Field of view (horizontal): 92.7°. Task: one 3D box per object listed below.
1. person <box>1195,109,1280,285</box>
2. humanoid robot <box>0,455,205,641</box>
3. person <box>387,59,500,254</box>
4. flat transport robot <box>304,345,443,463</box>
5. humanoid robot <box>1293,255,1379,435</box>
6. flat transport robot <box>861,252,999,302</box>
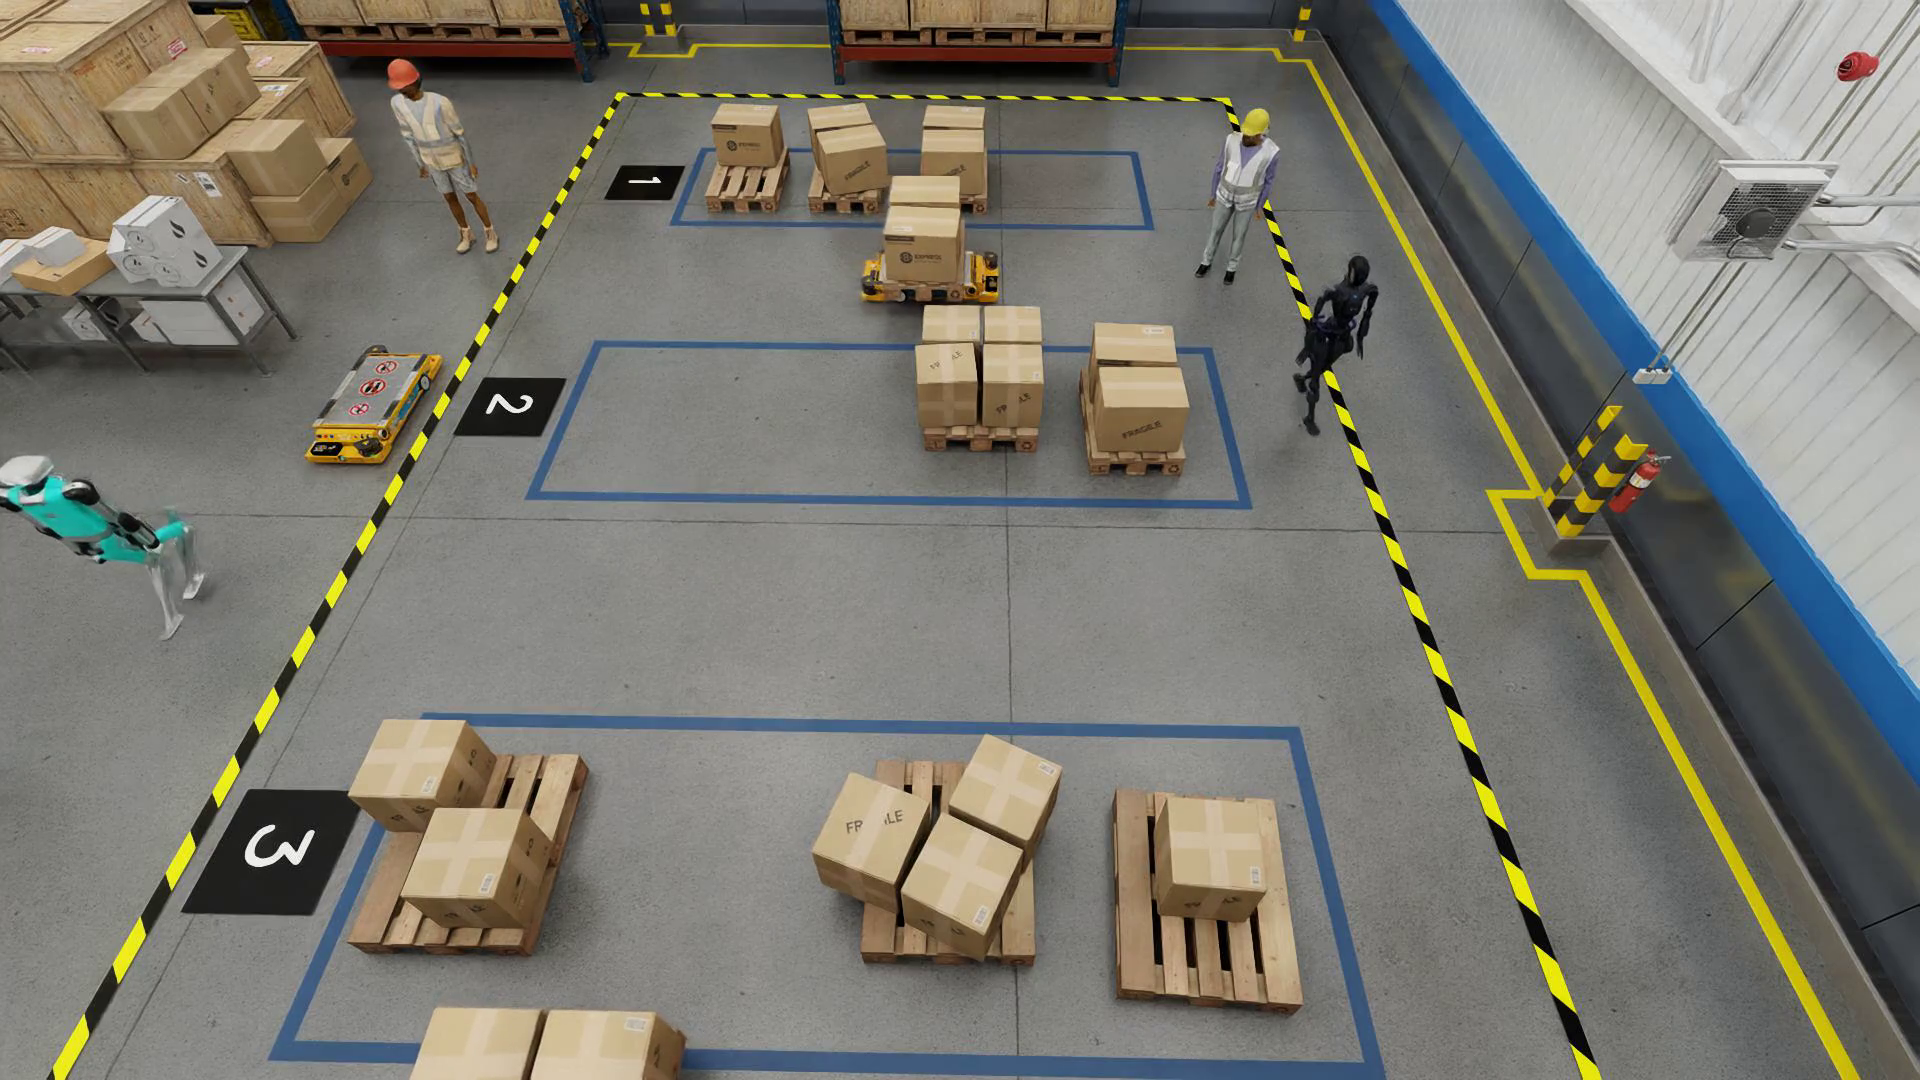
[{"bbox_3d":[2.803,-3.455,9.271,0.586,1.824,0.404,22,53,18],"label":"person"},{"bbox_3d":[-5.886,-0.094,6.486,0.557,1.770,0.821,-8,50,-6],"label":"humanoid robot"},{"bbox_3d":[-5.380,-3.941,9.542,0.614,2.039,0.379,-1,50,-1],"label":"person"},{"bbox_3d":[-5.383,-1.269,8.441,0.659,0.231,1.431,1,50,1],"label":"flat transport robot"},{"bbox_3d":[3.240,-1.759,7.975,0.589,1.640,0.789,-8,50,-6],"label":"humanoid robot"},{"bbox_3d":[-0.306,-2.807,9.724,1.431,0.197,0.652,1,50,1],"label":"flat transport robot"}]
